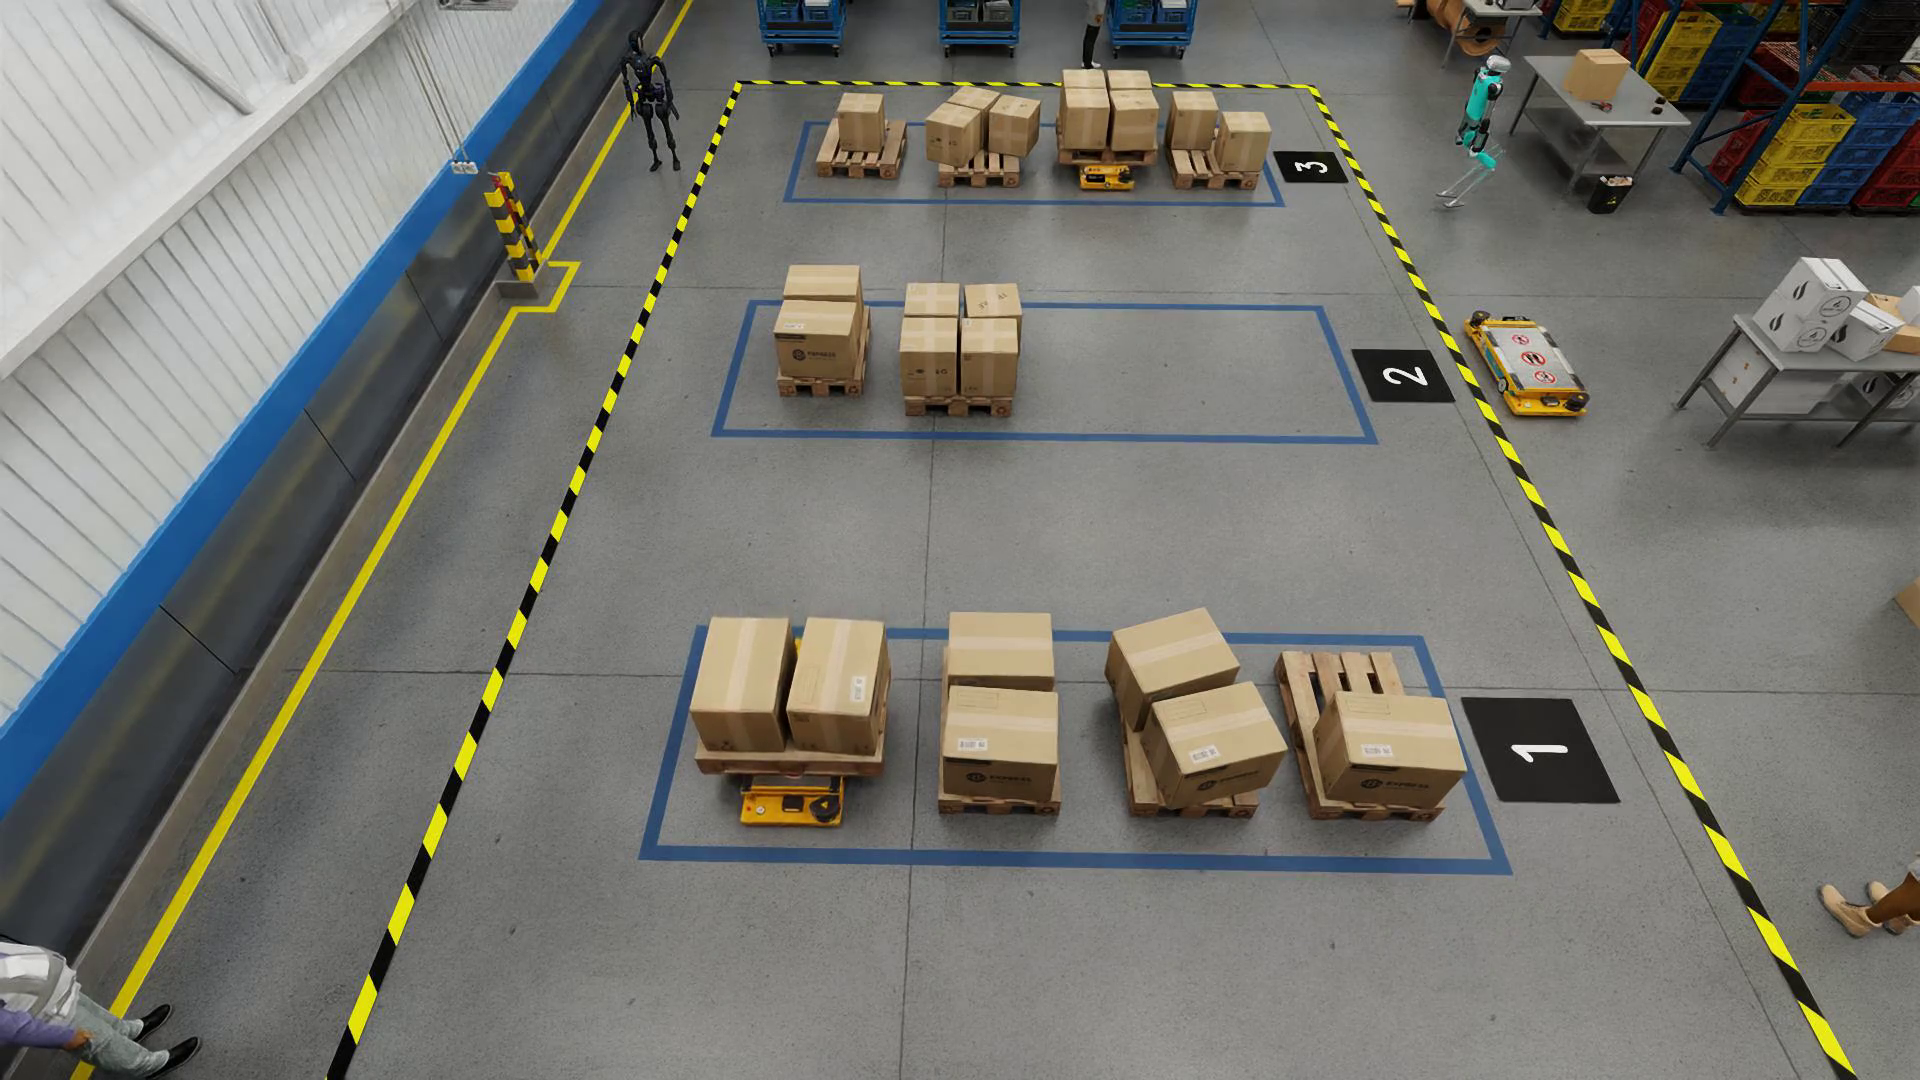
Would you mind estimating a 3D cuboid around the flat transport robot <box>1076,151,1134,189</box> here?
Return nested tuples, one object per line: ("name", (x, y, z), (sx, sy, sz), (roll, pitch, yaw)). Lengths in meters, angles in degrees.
("flat transport robot", (1.845, -4.980, 11.825), (0.652, 0.197, 1.431), (1, 49, 1))

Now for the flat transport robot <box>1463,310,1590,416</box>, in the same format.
("flat transport robot", (5.573, -1.757, 9.054), (0.659, 0.231, 1.431), (1, 49, 1))

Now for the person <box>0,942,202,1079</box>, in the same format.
("person", (-4.548, 2.281, 4.524), (0.598, 1.831, 0.404), (28, 55, 22))

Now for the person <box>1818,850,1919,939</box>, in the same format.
("person", (5.578, 1.646, 4.937), (0.615, 2.041, 0.377), (-1, 49, -1))

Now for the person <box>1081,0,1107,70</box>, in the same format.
("person", (1.989, -7.674, 13.128), (0.389, 1.853, 0.587), (2, 49, 2))

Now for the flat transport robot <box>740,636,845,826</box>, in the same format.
("flat transport robot", (-1.097, 1.278, 6.409), (0.652, 0.197, 1.431), (1, 49, 1))

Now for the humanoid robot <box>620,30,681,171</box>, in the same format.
("humanoid robot", (-3.769, -5.360, 11.231), (0.599, 1.657, 0.315), (-1, 49, -1))

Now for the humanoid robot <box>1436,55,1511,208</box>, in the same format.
("humanoid robot", (6.042, -4.652, 10.499), (0.735, 1.677, 0.533), (0, 49, 0))
